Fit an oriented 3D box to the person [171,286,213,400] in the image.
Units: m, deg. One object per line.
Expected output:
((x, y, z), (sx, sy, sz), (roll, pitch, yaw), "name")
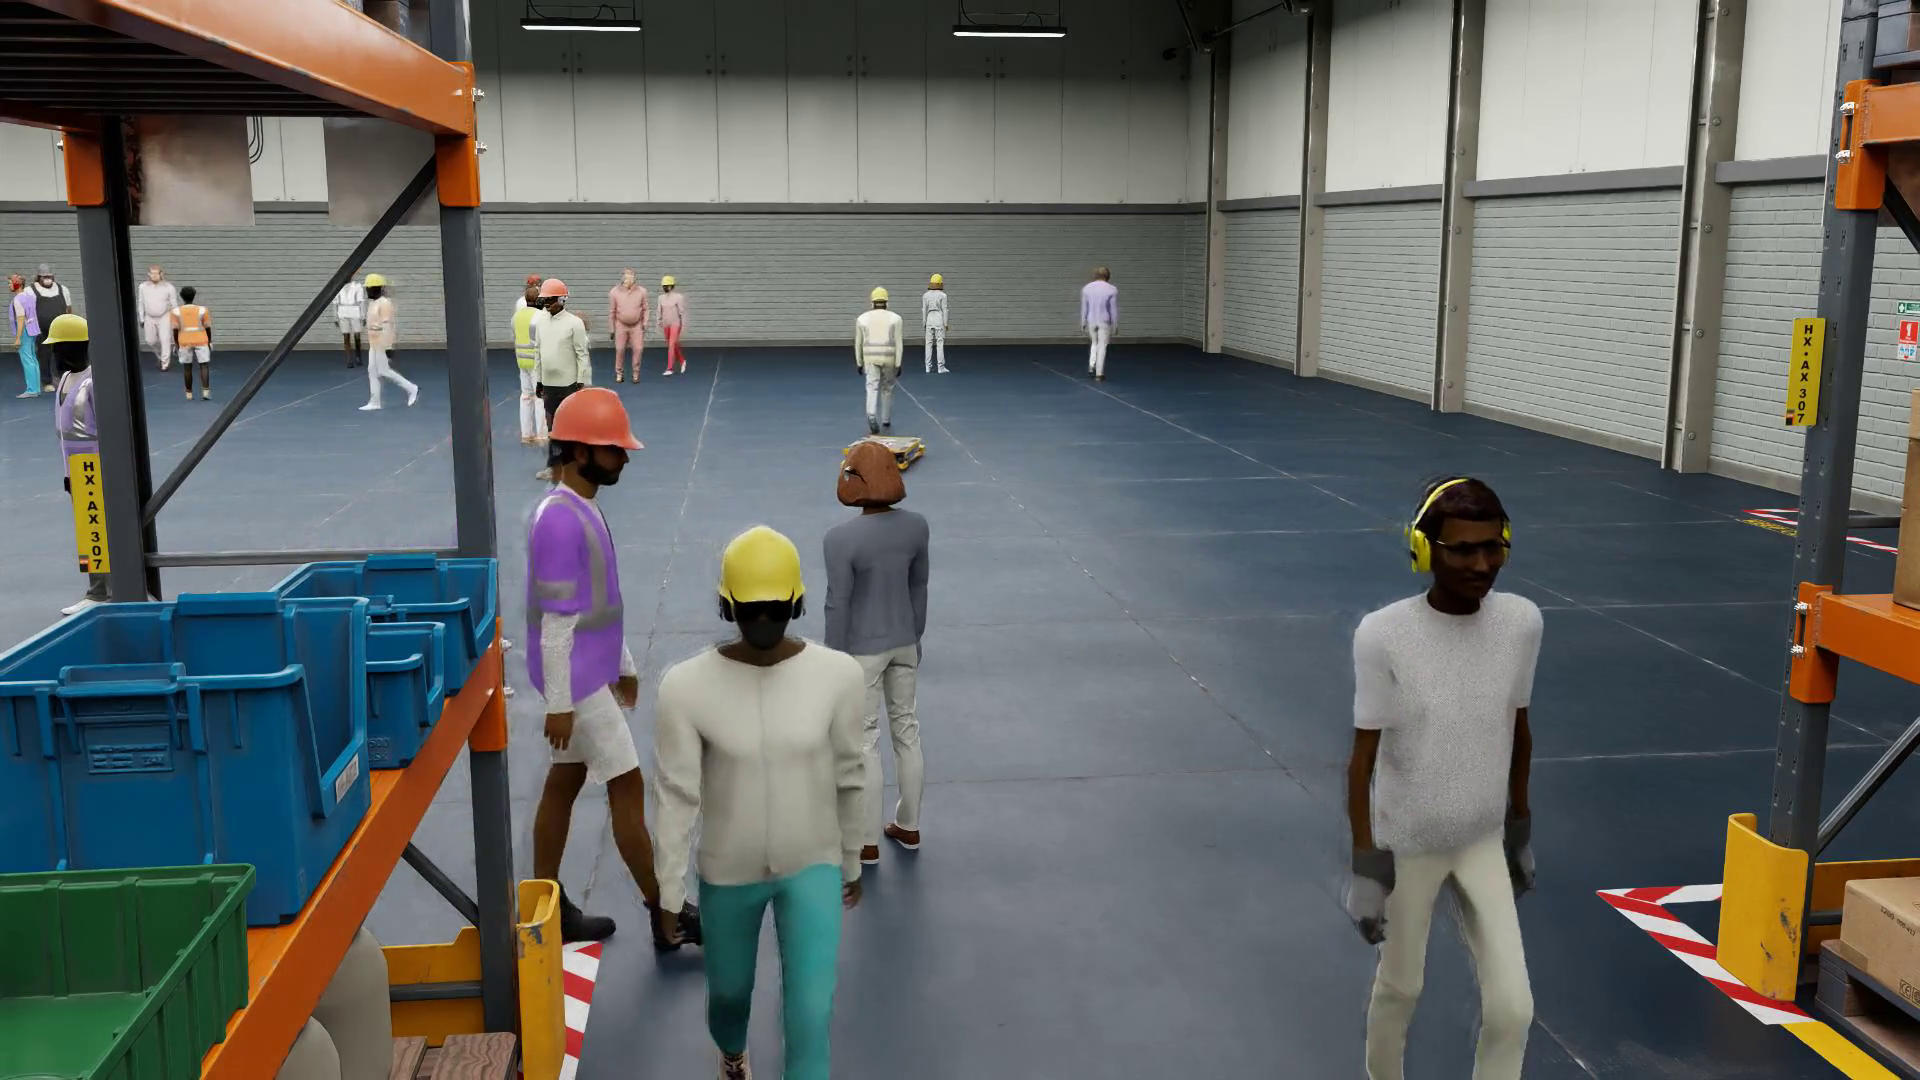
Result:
((-11.305, -2.896, 24.516), (0.547, 1.701, 0.318), (-4, 11, -21), "person")

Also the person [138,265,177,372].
((-14.362, -3.968, 29.818), (0.665, 1.893, 0.489), (-2, 10, -9), "person")

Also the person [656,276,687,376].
((-5.020, -3.767, 29.172), (0.530, 1.738, 0.792), (5, 12, 27), "person")

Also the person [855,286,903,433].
((-1.005, -2.227, 20.559), (0.602, 1.801, 0.850), (1, 10, 3), "person")

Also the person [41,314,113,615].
((-5.487, -0.450, 10.450), (0.594, 1.926, 0.368), (9, 13, 39), "person")

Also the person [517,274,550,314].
((-6.097, -2.894, 24.006), (0.597, 1.866, 0.461), (-9, 13, -39), "person")

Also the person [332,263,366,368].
((-11.209, -4.110, 30.517), (0.575, 1.924, 0.416), (-2, 11, -12), "person")

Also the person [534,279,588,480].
((-3.962, -1.575, 16.431), (0.624, 1.992, 0.390), (5, 12, 27), "person")

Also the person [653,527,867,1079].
((-0.503, 0.788, 4.216), (0.532, 1.726, 0.875), (-2, 11, -10), "person")

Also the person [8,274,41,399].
((-13.964, -3.035, 24.843), (0.389, 1.847, 0.563), (-3, 11, -14), "person")

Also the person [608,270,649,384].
((-5.455, -3.503, 27.385), (0.665, 1.855, 0.652), (-4, 11, -19), "person")

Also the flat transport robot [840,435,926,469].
((-0.803, -0.938, 17.665), (0.652, 0.197, 1.431), (1, 10, 8), "flat transport robot")

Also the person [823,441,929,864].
((-0.328, 0.431, 6.418), (0.499, 1.636, 0.286), (-10, 14, -42), "person")

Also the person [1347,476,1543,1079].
((1.198, 0.768, 3.982), (0.572, 1.841, 0.721), (-2, 11, -11), "person")

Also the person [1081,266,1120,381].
((2.364, -3.620, 27.834), (0.666, 1.921, 0.466), (6, 12, 31), "person")

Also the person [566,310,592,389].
((-4.118, -1.637, 17.764), (0.378, 1.622, 0.545), (-5, 11, -23), "person")

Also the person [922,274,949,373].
((-0.423, -3.850, 29.593), (0.493, 1.743, 0.311), (5, 11, 26), "person")

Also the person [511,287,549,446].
((-4.894, -2.004, 19.233), (0.630, 1.835, 0.429), (8, 13, 37), "person")

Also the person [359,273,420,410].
((-8.014, -2.760, 23.185), (0.744, 1.907, 0.591), (-7, 13, -34), "person")

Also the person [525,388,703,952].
((-1.122, 0.446, 5.583), (0.807, 1.905, 0.560), (-1, 10, -8), "person")

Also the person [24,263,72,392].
((-14.105, -3.306, 25.795), (0.548, 2.000, 0.749), (10, 14, 43), "person")
